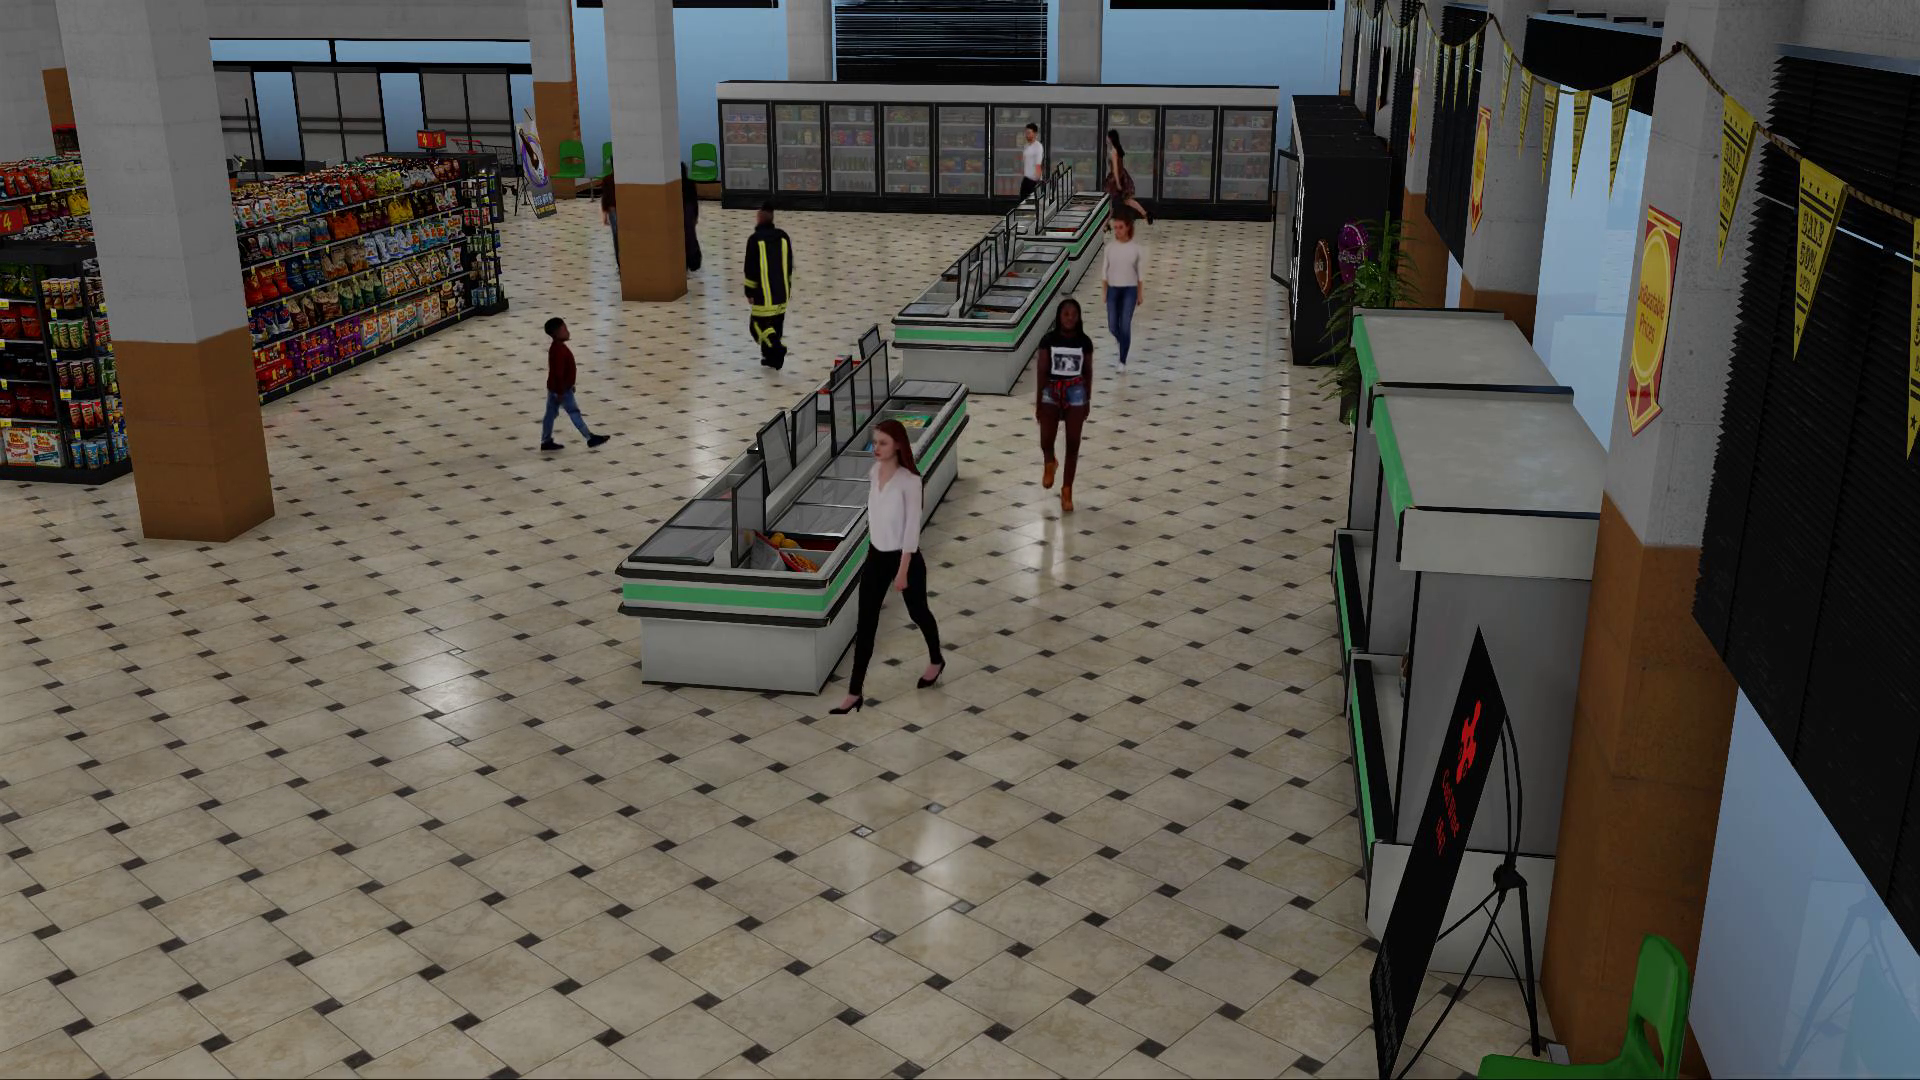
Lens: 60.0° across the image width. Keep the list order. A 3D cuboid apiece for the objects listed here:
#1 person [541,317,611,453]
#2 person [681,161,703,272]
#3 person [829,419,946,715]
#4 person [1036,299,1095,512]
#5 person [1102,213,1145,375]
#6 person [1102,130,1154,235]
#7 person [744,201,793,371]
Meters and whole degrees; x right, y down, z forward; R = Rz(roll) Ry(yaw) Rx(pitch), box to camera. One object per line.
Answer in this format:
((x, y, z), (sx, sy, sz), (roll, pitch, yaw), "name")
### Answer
((-3.665, -1.369, 14.980), (0.834, 1.228, 0.840), (-8, 20, -23), "person")
((-4.018, -4.681, 24.231), (0.929, 1.594, 1.103), (-7, 20, -20), "person")
((-0.308, 0.162, 9.692), (1.039, 1.706, 1.220), (18, 25, 42), "person")
((0.829, -1.110, 13.450), (0.684, 1.716, 0.859), (0, 19, 1), "person")
((1.787, -2.701, 18.188), (0.677, 1.703, 1.024), (5, 19, 16), "person")
((2.712, -5.880, 27.573), (0.914, 1.731, 1.185), (10, 21, 27), "person")
((-2.038, -2.730, 18.051), (1.051, 1.845, 1.098), (-15, 24, -37), "person")
